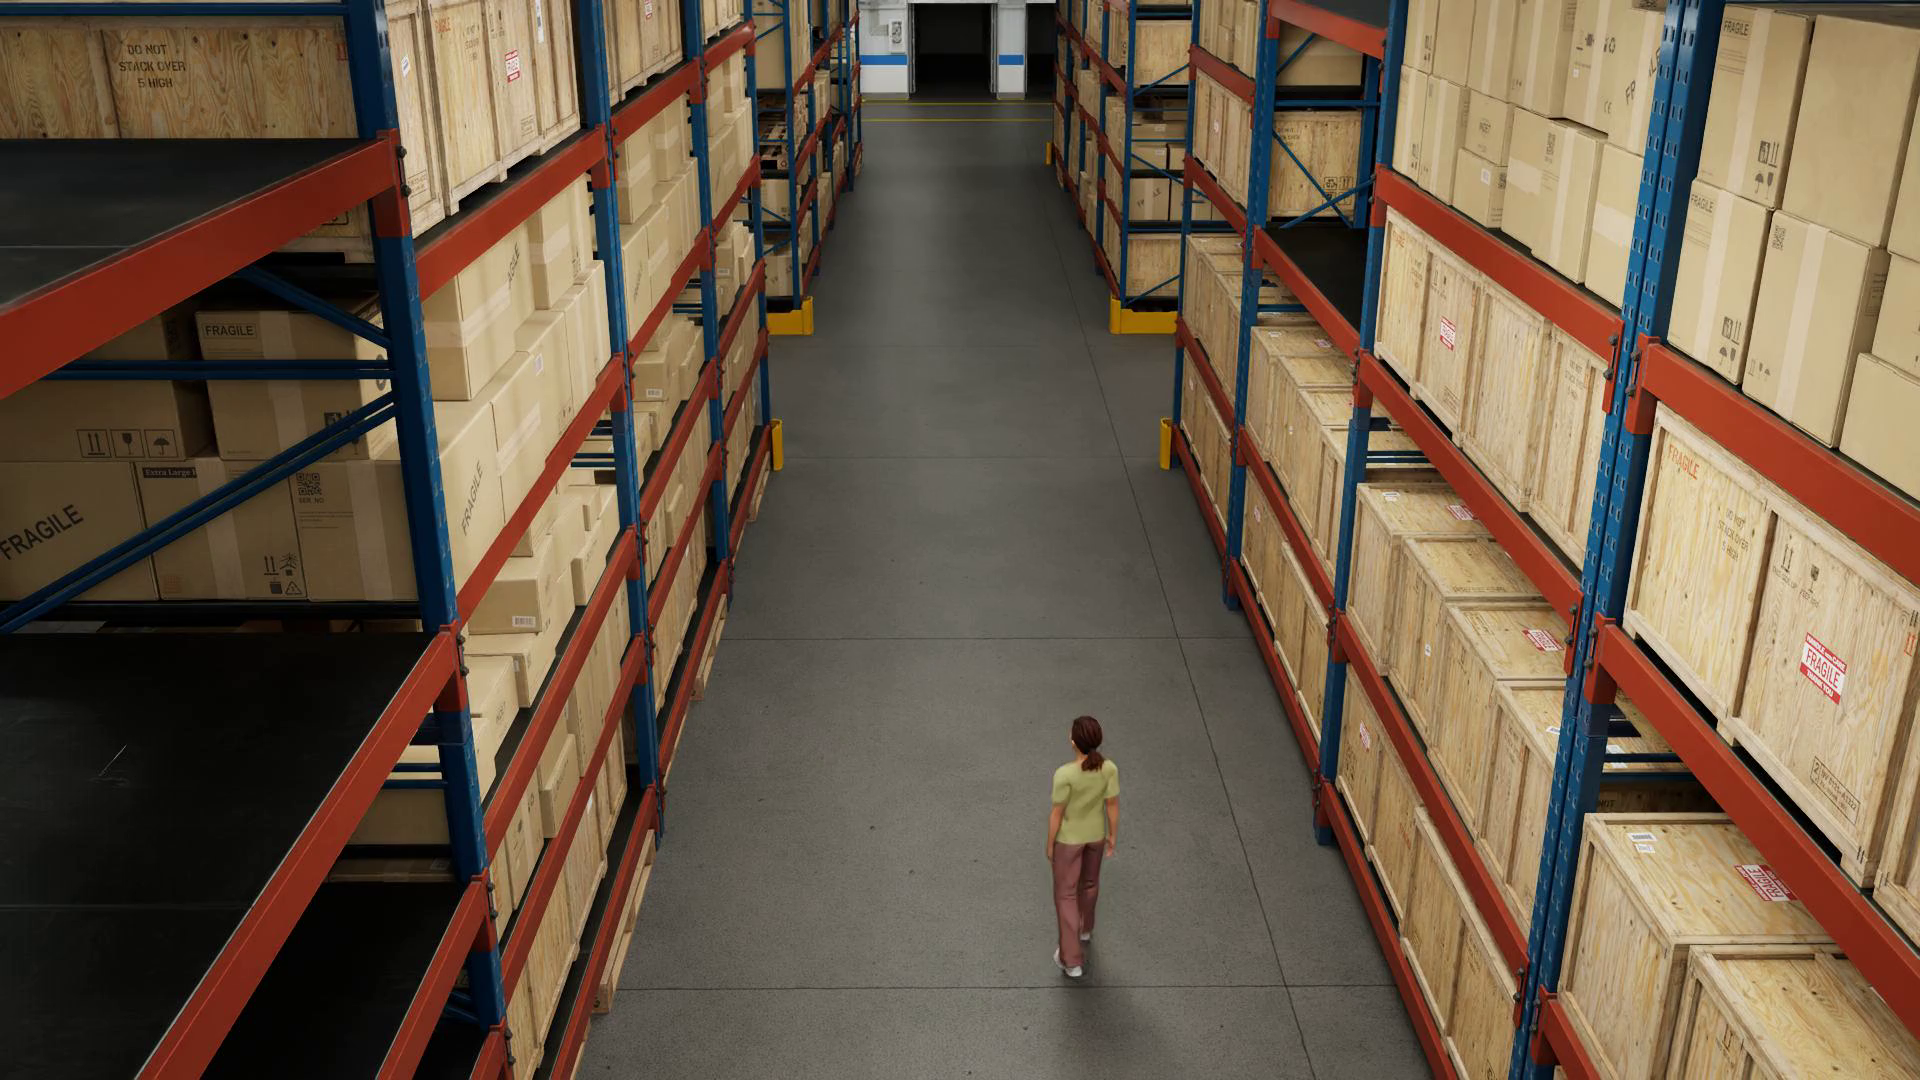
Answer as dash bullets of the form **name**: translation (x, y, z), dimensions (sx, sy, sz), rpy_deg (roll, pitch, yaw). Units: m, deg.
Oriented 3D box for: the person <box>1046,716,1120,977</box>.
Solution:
- **person**: translation (0.698, 1.783, 10.104), dimensions (0.437, 1.657, 0.647), rpy_deg (-9, 23, -21)
